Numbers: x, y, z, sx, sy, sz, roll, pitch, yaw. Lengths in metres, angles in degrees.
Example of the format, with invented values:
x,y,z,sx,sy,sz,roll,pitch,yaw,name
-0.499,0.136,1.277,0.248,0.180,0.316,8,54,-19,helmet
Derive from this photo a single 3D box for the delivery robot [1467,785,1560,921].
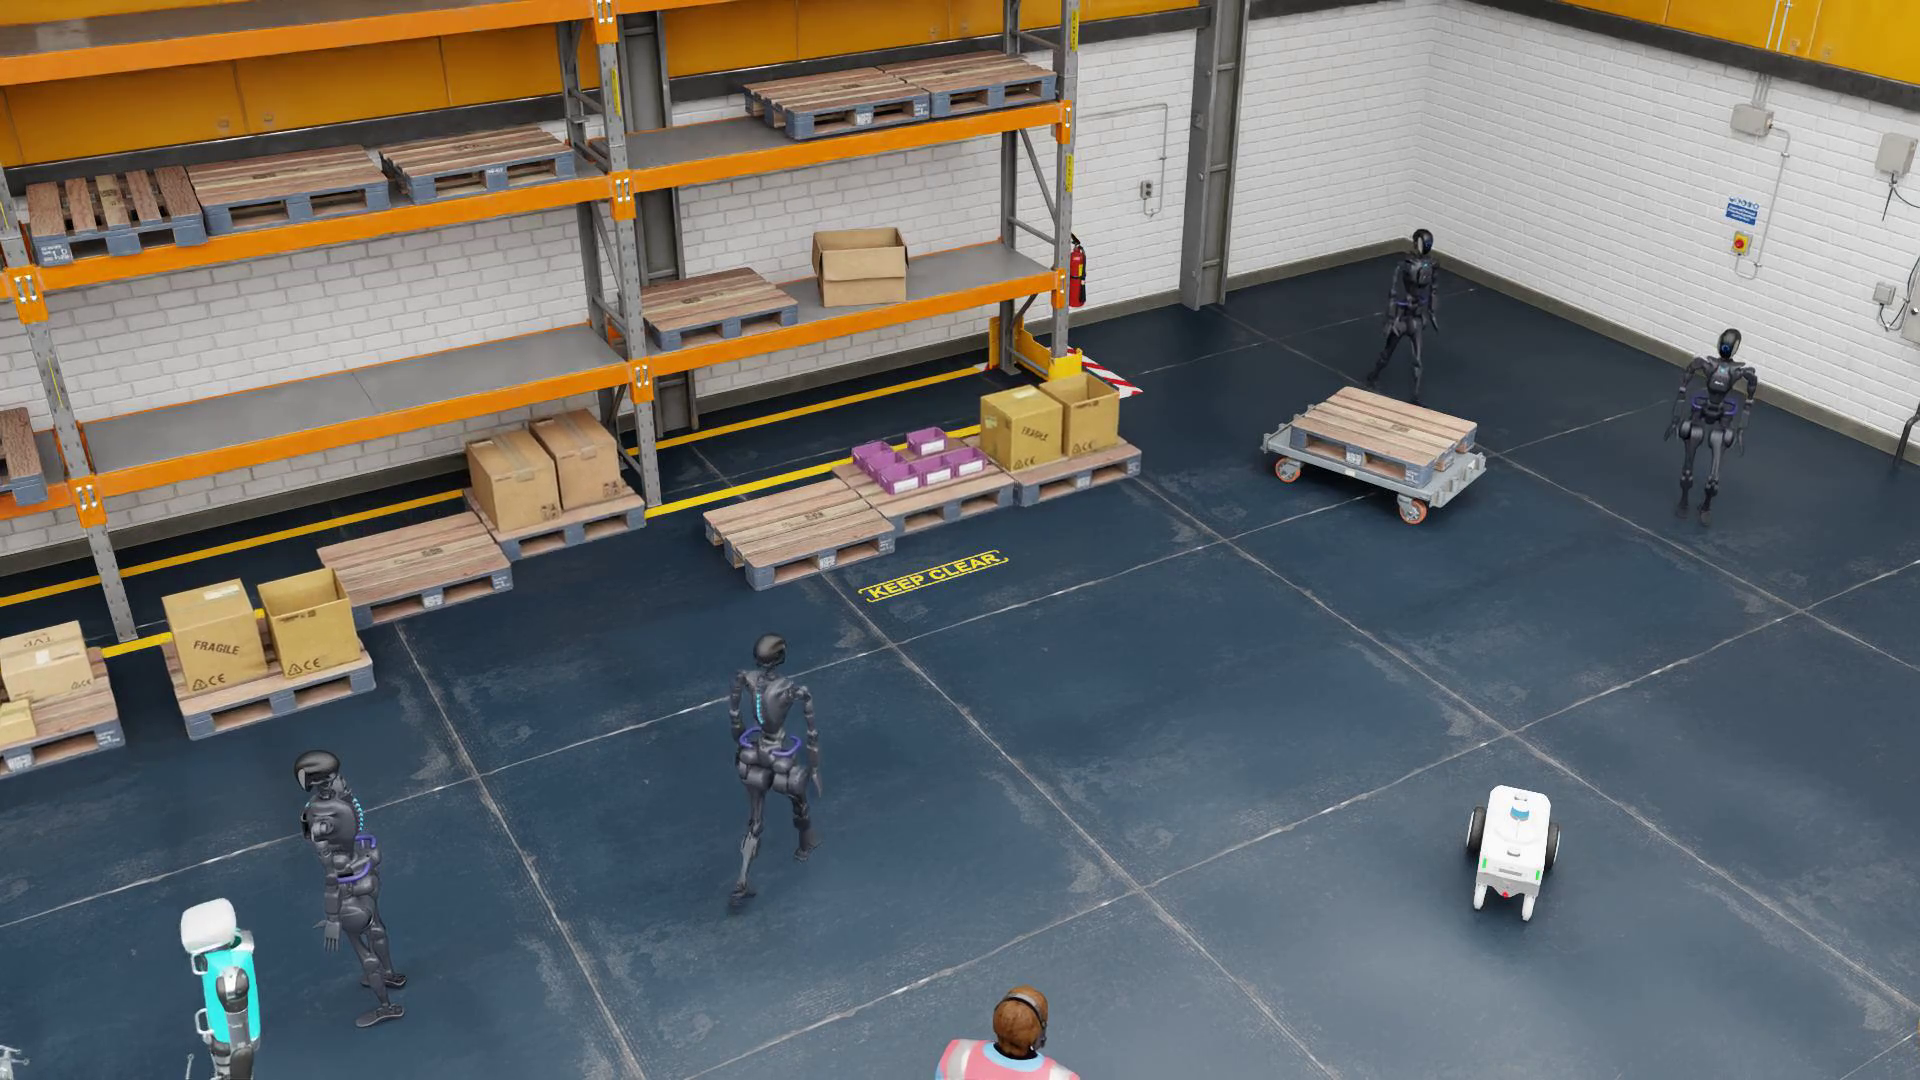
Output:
x,y,z,sx,sy,sz,roll,pitch,yaw,name
3.189,1.759,9.590,0.499,0.614,0.808,10,31,18,delivery robot

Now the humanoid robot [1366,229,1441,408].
x,y,z,sx,sy,sz,roll,pitch,yaw,name
4.110,-2.062,15.243,0.601,1.622,0.794,-13,32,-22,humanoid robot

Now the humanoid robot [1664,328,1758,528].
x,y,z,sx,sy,sz,roll,pitch,yaw,name
5.925,-0.911,13.157,0.610,1.643,0.369,14,32,24,humanoid robot

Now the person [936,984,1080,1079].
x,y,z,sx,sy,sz,roll,pitch,yaw,name
0.215,2.564,6.853,0.629,1.836,0.431,10,31,17,person

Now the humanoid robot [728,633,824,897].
x,y,z,sx,sy,sz,roll,pitch,yaw,name
-1.076,1.264,9.374,0.591,1.652,0.776,12,32,20,humanoid robot

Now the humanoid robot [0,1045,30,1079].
x,y,z,sx,sy,sz,roll,pitch,yaw,name
-4.452,2.302,7.418,0.575,1.790,0.850,24,37,36,humanoid robot

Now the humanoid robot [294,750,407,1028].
x,y,z,sx,sy,sz,roll,pitch,yaw,name
-3.099,1.751,8.430,0.315,1.657,0.599,-4,30,-7,humanoid robot

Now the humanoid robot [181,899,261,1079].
x,y,z,sx,sy,sz,roll,pitch,yaw,name
-3.306,2.369,7.285,1.044,1.727,0.552,-15,33,-24,humanoid robot
